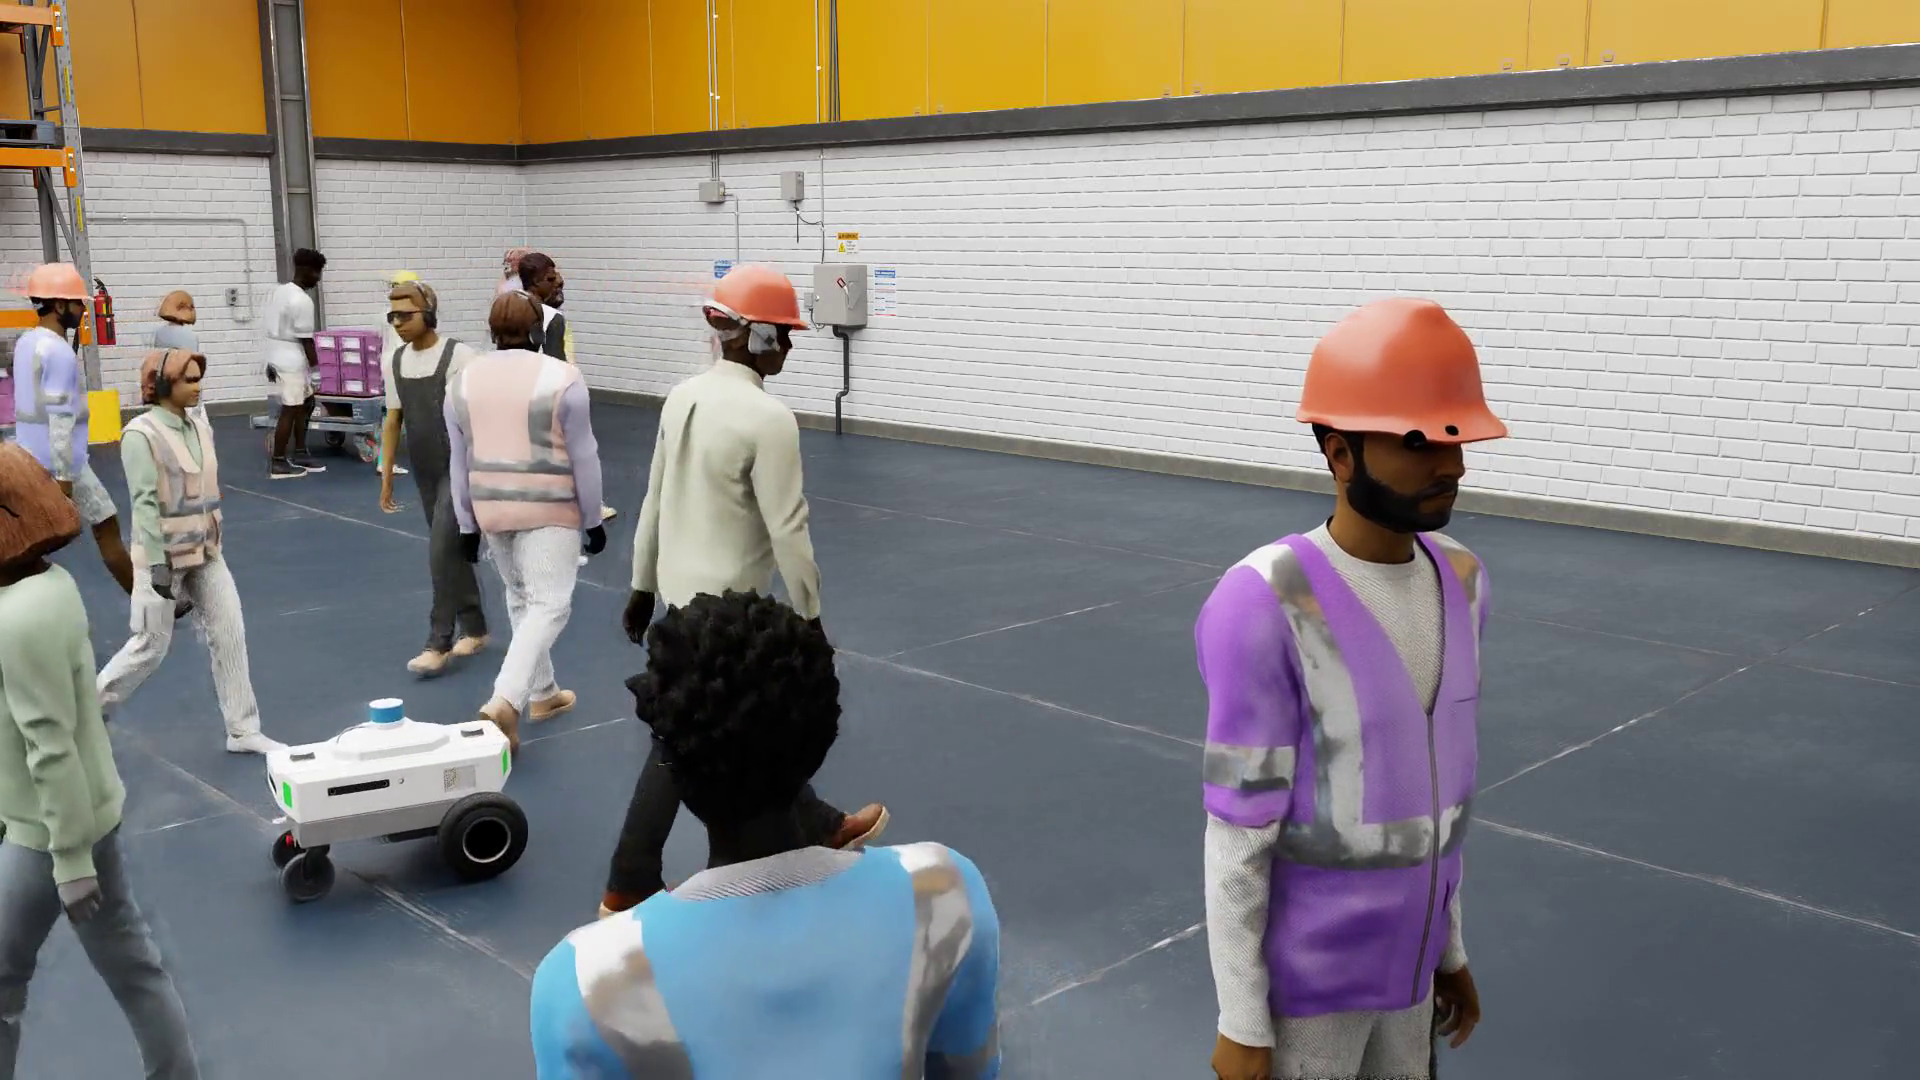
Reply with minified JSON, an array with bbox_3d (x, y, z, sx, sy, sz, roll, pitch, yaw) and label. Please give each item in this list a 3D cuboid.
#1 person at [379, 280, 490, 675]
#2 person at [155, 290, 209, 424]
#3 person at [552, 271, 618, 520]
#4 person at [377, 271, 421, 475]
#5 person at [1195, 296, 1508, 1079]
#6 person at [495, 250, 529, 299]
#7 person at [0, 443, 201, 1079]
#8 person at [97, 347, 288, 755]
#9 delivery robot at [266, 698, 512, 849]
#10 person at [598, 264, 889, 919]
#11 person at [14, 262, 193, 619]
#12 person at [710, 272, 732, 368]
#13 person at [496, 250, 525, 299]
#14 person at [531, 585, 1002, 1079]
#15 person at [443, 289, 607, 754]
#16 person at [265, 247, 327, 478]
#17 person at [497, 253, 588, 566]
[{"bbox_3d":[-2.463,-0.282,7.709,0.544,1.810,0.775,5,11,24],"label":"person"},{"bbox_3d":[-5.832,-1.043,12.387,0.508,1.620,0.496,7,12,32],"label":"person"},{"bbox_3d":[-2.969,-1.022,11.832,1.000,1.797,0.616,5,12,27],"label":"person"},{"bbox_3d":[-4.669,-1.433,14.252,0.543,1.711,0.932,9,14,41],"label":"person"},{"bbox_3d":[0.590,0.617,2.458,0.547,1.938,0.379,-8,13,-37],"label":"person"},{"bbox_3d":[-4.580,-2.100,17.460,0.425,1.871,0.665,8,13,37],"label":"person"},{"bbox_3d":[-1.975,0.609,3.390,0.779,1.600,0.530,-4,11,-22],"label":"person"},{"bbox_3d":[-3.056,0.064,6.373,0.762,1.608,0.519,2,11,11],"label":"person"},{"bbox_3d":[-1.806,0.747,5.271,0.707,0.478,0.477,-6,12,-28],"label":"delivery robot"},{"bbox_3d":[-0.662,0.158,4.972,1.033,1.926,0.646,-7,13,-34],"label":"person"},{"bbox_3d":[-4.424,-0.423,8.273,0.567,1.882,0.993,9,14,41],"label":"person"},{"bbox_3d":[-1.626,-1.043,11.993,0.326,1.767,0.527,-7,12,-32],"label":"person"},{"bbox_3d":[-4.248,-1.811,15.873,0.864,1.874,0.642,6,12,30],"label":"person"},{"bbox_3d":[-0.166,0.880,1.776,0.530,1.662,0.843,-3,11,-17],"label":"person"},{"bbox_3d":[-1.758,-0.084,6.629,0.614,1.817,0.857,3,11,18],"label":"person"},{"bbox_3d":[-5.516,-1.466,13.886,0.658,1.913,0.667,-8,13,-37],"label":"person"},{"bbox_3d":[-2.587,-0.777,10.120,0.590,1.916,0.391,8,13,38],"label":"person"}]
